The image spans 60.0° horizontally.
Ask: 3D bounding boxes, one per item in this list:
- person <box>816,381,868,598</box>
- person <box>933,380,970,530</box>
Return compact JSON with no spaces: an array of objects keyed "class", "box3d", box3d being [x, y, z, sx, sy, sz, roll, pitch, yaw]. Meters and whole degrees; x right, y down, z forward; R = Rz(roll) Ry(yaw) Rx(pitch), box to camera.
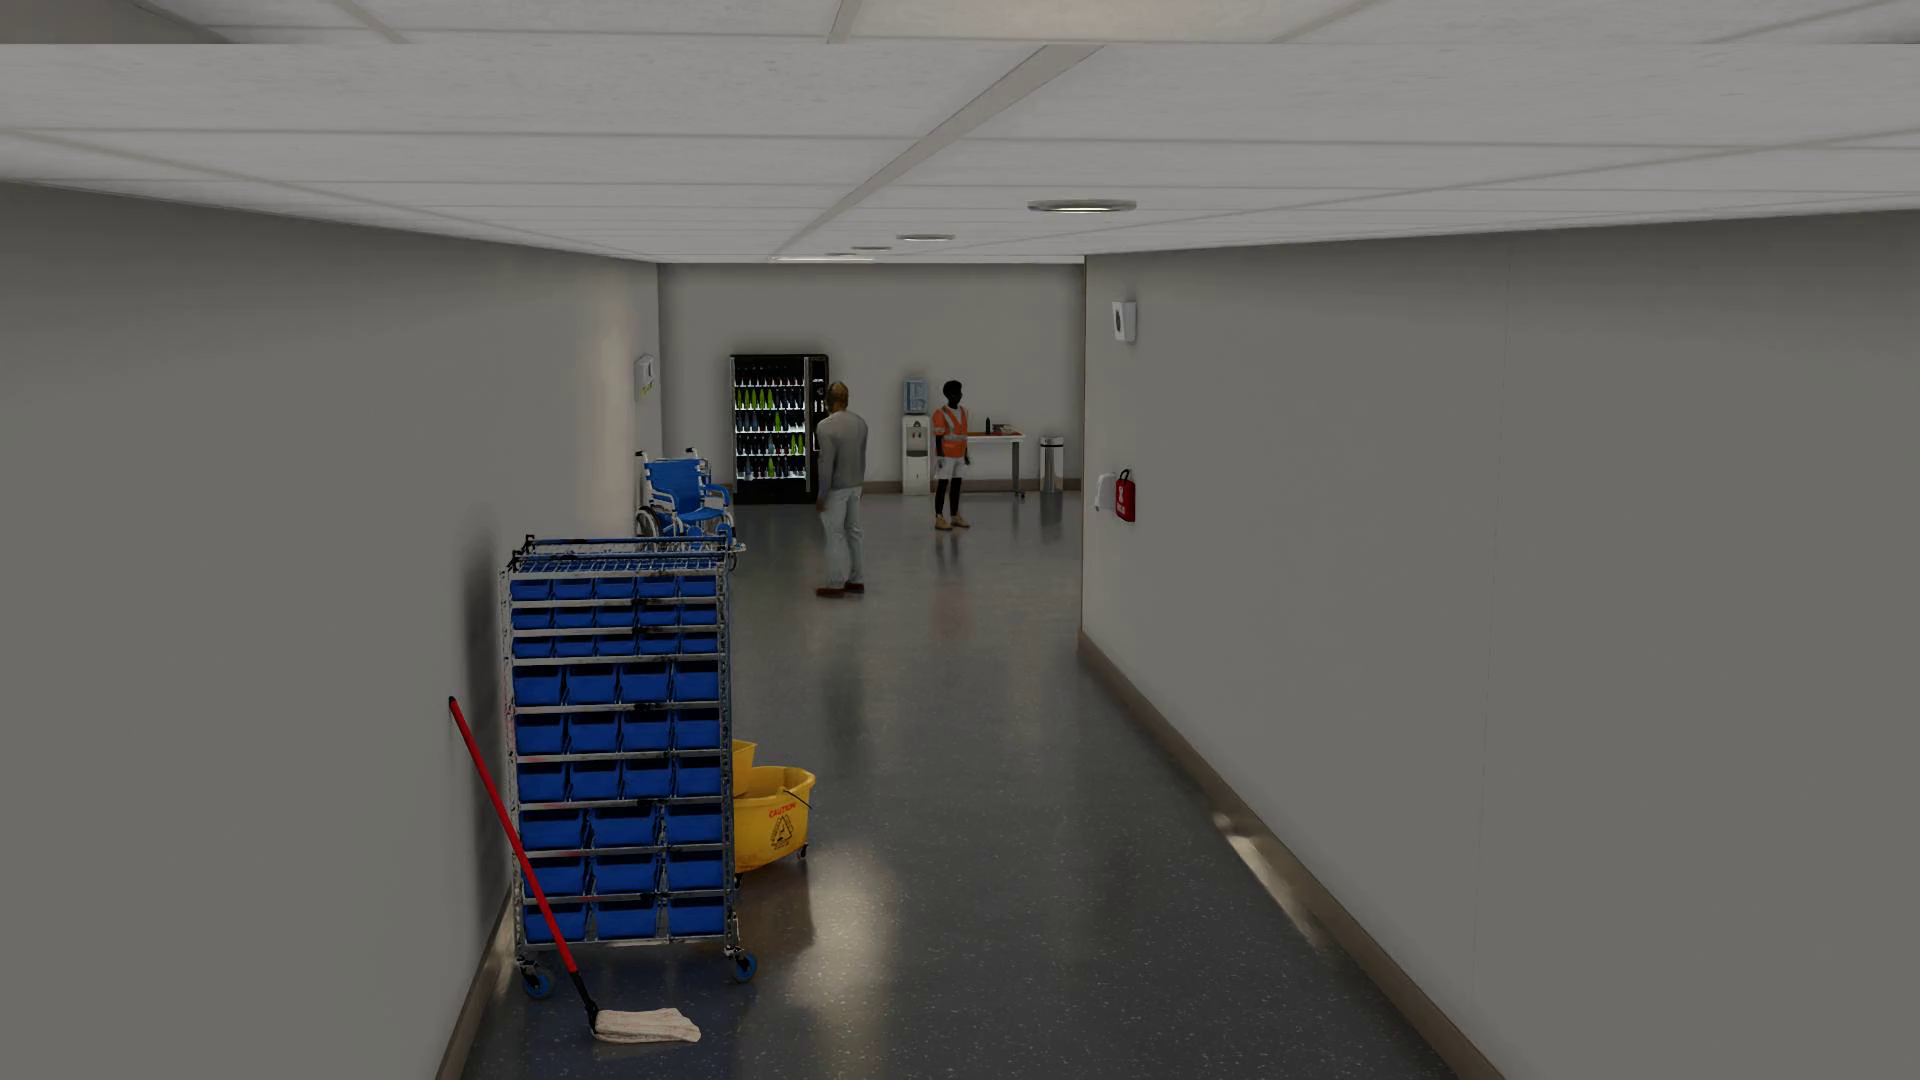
[{"class":"person","box3d":[-1.061,-0.450,14.856,0.358,1.937,0.635,6,11,34]},{"class":"person","box3d":[-0.095,-0.962,18.796,0.318,1.695,0.540,8,12,41]}]
